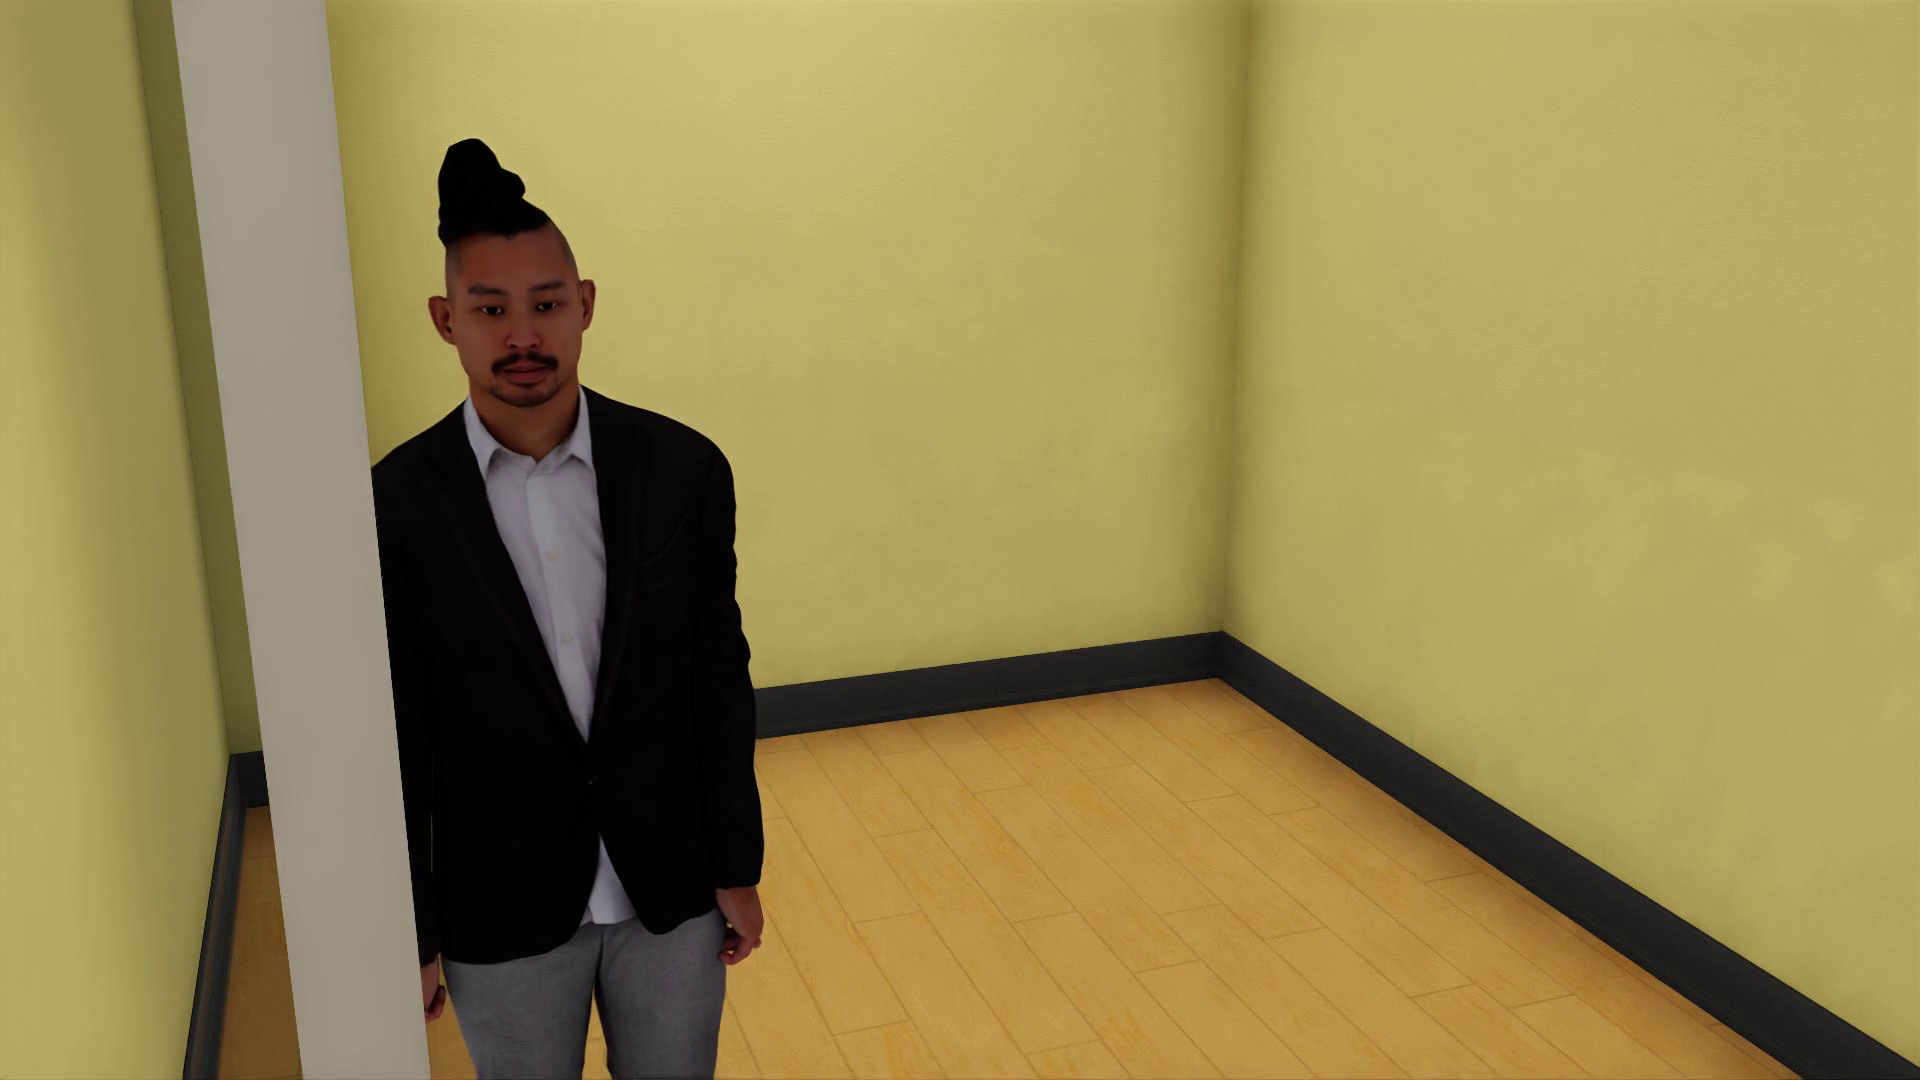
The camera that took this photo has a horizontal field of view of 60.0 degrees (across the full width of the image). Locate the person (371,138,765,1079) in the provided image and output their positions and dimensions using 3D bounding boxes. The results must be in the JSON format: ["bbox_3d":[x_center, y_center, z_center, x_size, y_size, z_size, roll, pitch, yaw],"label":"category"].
[{"bbox_3d":[-0.548,0.431,2.348,0.540,1.952,0.771,-7,17,-22],"label":"person"}]
